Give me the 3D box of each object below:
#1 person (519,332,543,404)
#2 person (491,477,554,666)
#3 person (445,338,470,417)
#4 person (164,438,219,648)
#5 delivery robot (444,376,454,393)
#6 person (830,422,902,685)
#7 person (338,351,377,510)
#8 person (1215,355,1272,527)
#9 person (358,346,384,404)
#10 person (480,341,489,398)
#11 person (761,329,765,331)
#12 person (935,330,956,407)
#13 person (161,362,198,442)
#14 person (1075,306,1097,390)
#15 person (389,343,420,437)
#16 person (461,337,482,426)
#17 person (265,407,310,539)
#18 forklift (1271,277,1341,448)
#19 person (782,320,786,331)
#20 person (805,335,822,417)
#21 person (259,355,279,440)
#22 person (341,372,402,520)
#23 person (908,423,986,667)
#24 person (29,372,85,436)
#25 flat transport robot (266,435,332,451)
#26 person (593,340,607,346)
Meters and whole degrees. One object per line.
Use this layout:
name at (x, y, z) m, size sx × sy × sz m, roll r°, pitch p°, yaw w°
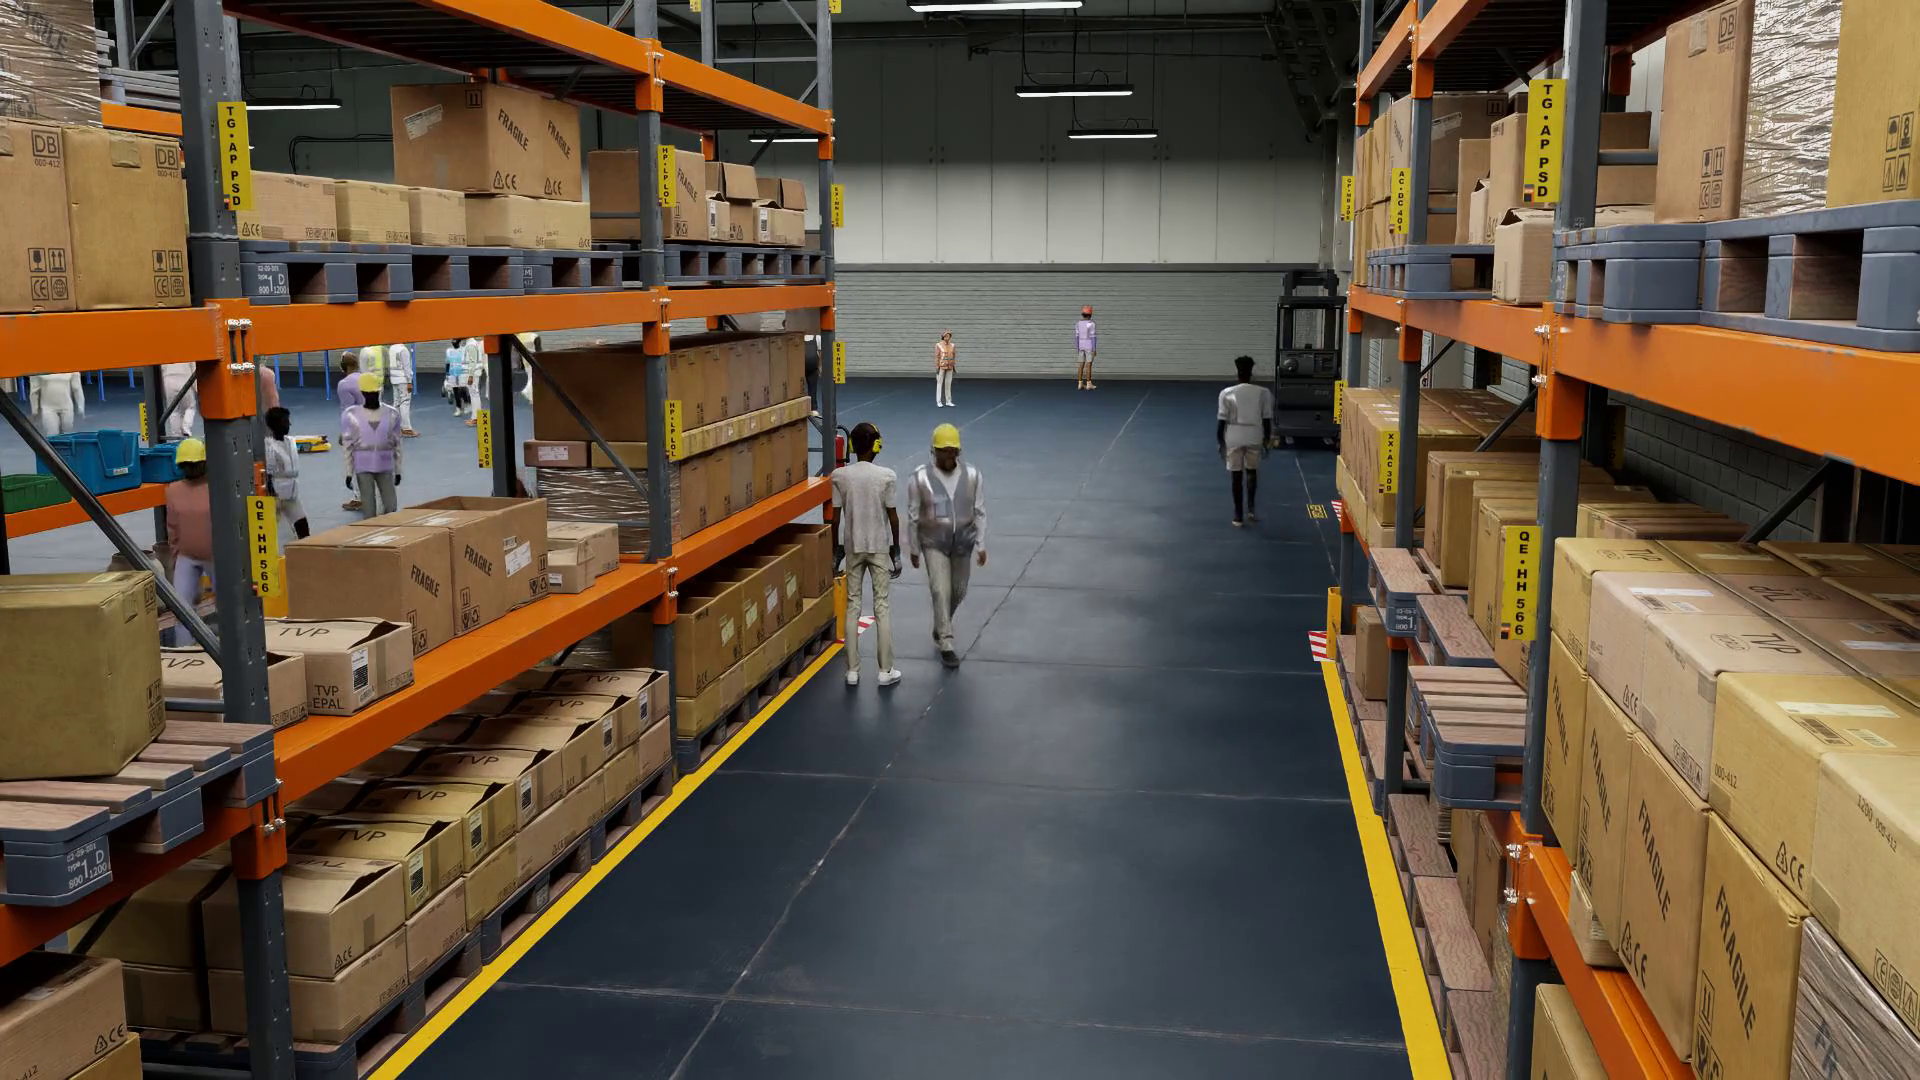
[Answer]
person at (-9.409, -3.886, 36.421) m, size 0.631 × 1.831 × 0.564 m, roll 7°, pitch 12°, yaw 37°
person at (-2.942, 0.357, 11.011) m, size 0.501 × 1.586 × 0.859 m, roll 1°, pitch 9°, yaw 7°
person at (-10.071, -3.314, 33.348) m, size 0.549 × 1.681 × 0.363 m, roll 2°, pitch 9°, yaw 13°
person at (-5.388, 0.159, 11.741) m, size 0.541 × 1.733 × 0.807 m, roll 0°, pitch 9°, yaw 2°
delivery robot at (-11.835, -3.667, 38.847) m, size 0.477 × 0.478 × 0.707 m, roll -2°, pitch 9°, yaw -11°
person at (-0.664, 0.097, 11.769) m, size 0.518 × 1.865 × 0.328 m, roll 1°, pitch 9°, yaw 8°
person at (-7.438, -1.350, 20.476) m, size 0.370 × 1.934 × 0.627 m, roll 2°, pitch 9°, yaw 11°
person at (3.245, -1.144, 19.126) m, size 0.633 × 1.951 × 0.506 m, roll -1°, pitch 9°, yaw -4°
person at (-10.629, -2.845, 30.052) m, size 0.470 × 1.819 × 0.676 m, roll 1°, pitch 9°, yaw 9°
person at (-10.570, -3.968, 37.622) m, size 0.367 × 1.614 × 0.592 m, roll 7°, pitch 12°, yaw 38°
person at (-4.028, -3.363, 33.432) m, size 0.552 × 1.750 × 0.424 m, roll 2°, pitch 9°, yaw 13°
person at (-0.317, -3.680, 35.752) m, size 0.511 × 1.638 × 0.308 m, roll -6°, pitch 11°, yaw -34°
person at (-13.199, -2.563, 28.089) m, size 0.671 × 1.887 × 0.433 m, roll -2°, pitch 10°, yaw -14°
person at (3.132, -4.740, 41.025) m, size 0.614 × 2.046 × 0.362 m, roll 9°, pitch 13°, yaw 44°
person at (-9.858, -2.804, 29.389) m, size 0.605 × 1.951 × 0.384 m, roll 9°, pitch 13°, yaw 44°
person at (-9.239, -3.137, 31.453) m, size 0.386 × 1.948 × 0.601 m, roll -3°, pitch 10°, yaw -16°
person at (-6.276, -0.413, 15.527) m, size 0.868 × 1.646 × 0.552 m, roll 2°, pitch 10°, yaw 15°
forklift at (5.847, -3.016, 27.970) m, size 1.129 × 2.768 × 1.873 m, roll 1°, pitch 9°, yaw 9°
person at (-4.341, -4.668, 41.661) m, size 0.536 × 1.696 × 0.322 m, roll -2°, pitch 9°, yaw -9°
person at (-3.080, -3.471, 33.354) m, size 0.683 × 2.000 × 0.537 m, roll -3°, pitch 10°, yaw -17°
person at (-9.554, -1.693, 22.700) m, size 0.675 × 1.890 × 0.474 m, roll 4°, pitch 10°, yaw 21°
person at (-5.869, -0.722, 16.669) m, size 0.600 × 1.911 × 0.412 m, roll -5°, pitch 10°, yaw -27°
person at (-0.114, -0.004, 12.584) m, size 0.586 × 1.799 × 0.824 m, roll -3°, pitch 10°, yaw -17°
person at (-12.611, -1.799, 23.299) m, size 0.662 × 1.910 × 0.832 m, roll -7°, pitch 12°, yaw -37°
flat transport robot at (-11.002, -1.559, 27.006) m, size 1.431 × 0.197 × 0.652 m, roll -5°, pitch 10°, yaw -27°
person at (-5.428, -2.128, 25.486) m, size 0.976 × 1.852 × 0.676 m, roll 1°, pitch 9°, yaw 8°
